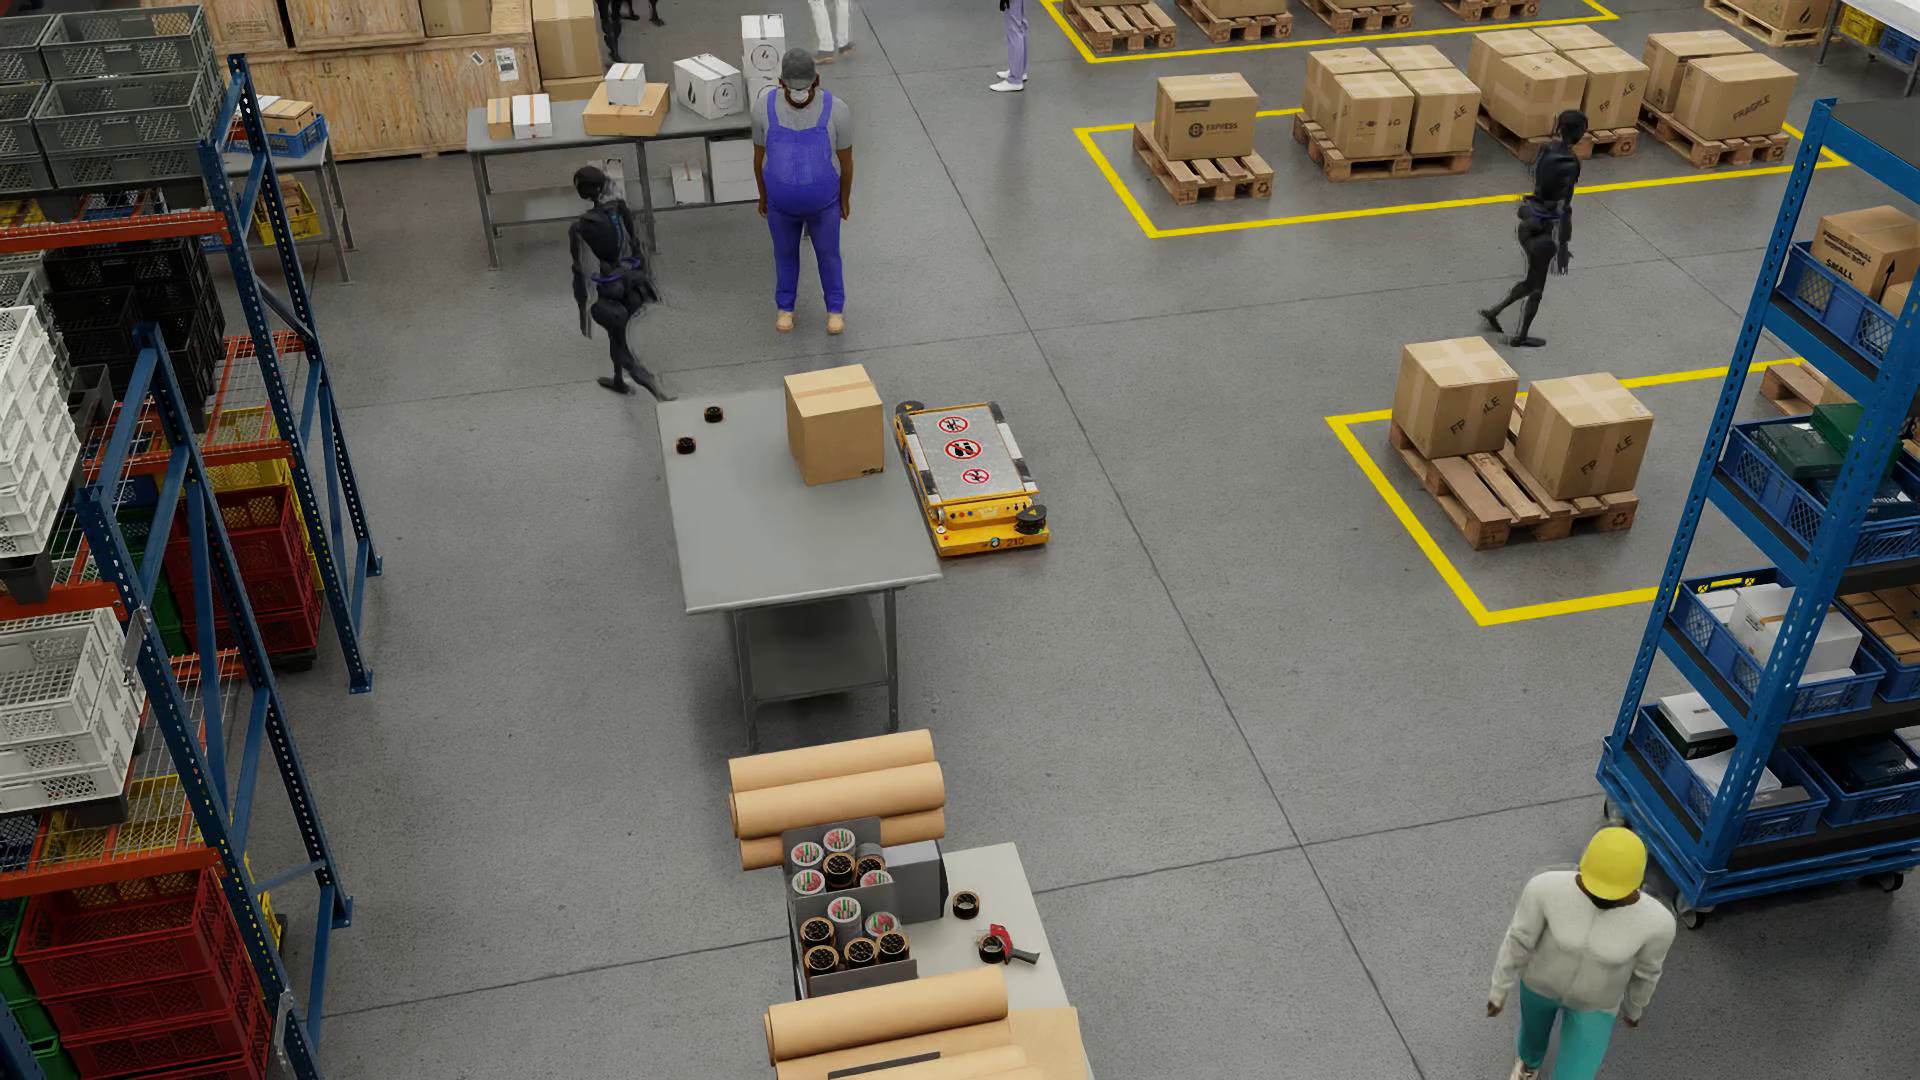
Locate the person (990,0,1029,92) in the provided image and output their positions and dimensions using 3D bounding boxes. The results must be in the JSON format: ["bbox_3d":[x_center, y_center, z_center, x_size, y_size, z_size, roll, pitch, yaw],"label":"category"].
[{"bbox_3d":[0.473,-4.984,14.861,0.361,1.930,0.586,8,37,11],"label":"person"}]

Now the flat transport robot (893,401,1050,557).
[{"bbox_3d":[0.046,-0.430,10.108,0.652,0.197,1.431,-8,37,-10],"label":"flat transport robot"}]

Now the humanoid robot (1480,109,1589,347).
[{"bbox_3d":[3.886,-2.090,11.185,0.478,1.633,0.672,1,37,1],"label":"humanoid robot"}]

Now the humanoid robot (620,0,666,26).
[{"bbox_3d":[-3.219,-5.844,16.247,0.660,1.641,0.351,11,38,14],"label":"humanoid robot"}]

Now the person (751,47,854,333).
[{"bbox_3d":[-1.055,-2.338,11.213,0.678,2.000,0.535,1,37,2],"label":"person"}]

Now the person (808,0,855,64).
[{"bbox_3d":[-1.222,-5.397,15.490,0.675,1.848,0.340,-26,44,-30],"label":"person"}]

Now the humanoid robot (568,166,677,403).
[{"bbox_3d":[-2.115,-1.559,10.503,0.718,1.636,0.603,20,41,24],"label":"humanoid robot"}]

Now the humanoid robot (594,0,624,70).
[{"bbox_3d":[-3.282,-5.175,15.343,0.492,1.642,0.648,30,46,34],"label":"humanoid robot"}]

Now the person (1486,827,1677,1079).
[{"bbox_3d":[2.198,1.703,6.054,0.531,1.711,0.929,19,41,24],"label":"person"}]
